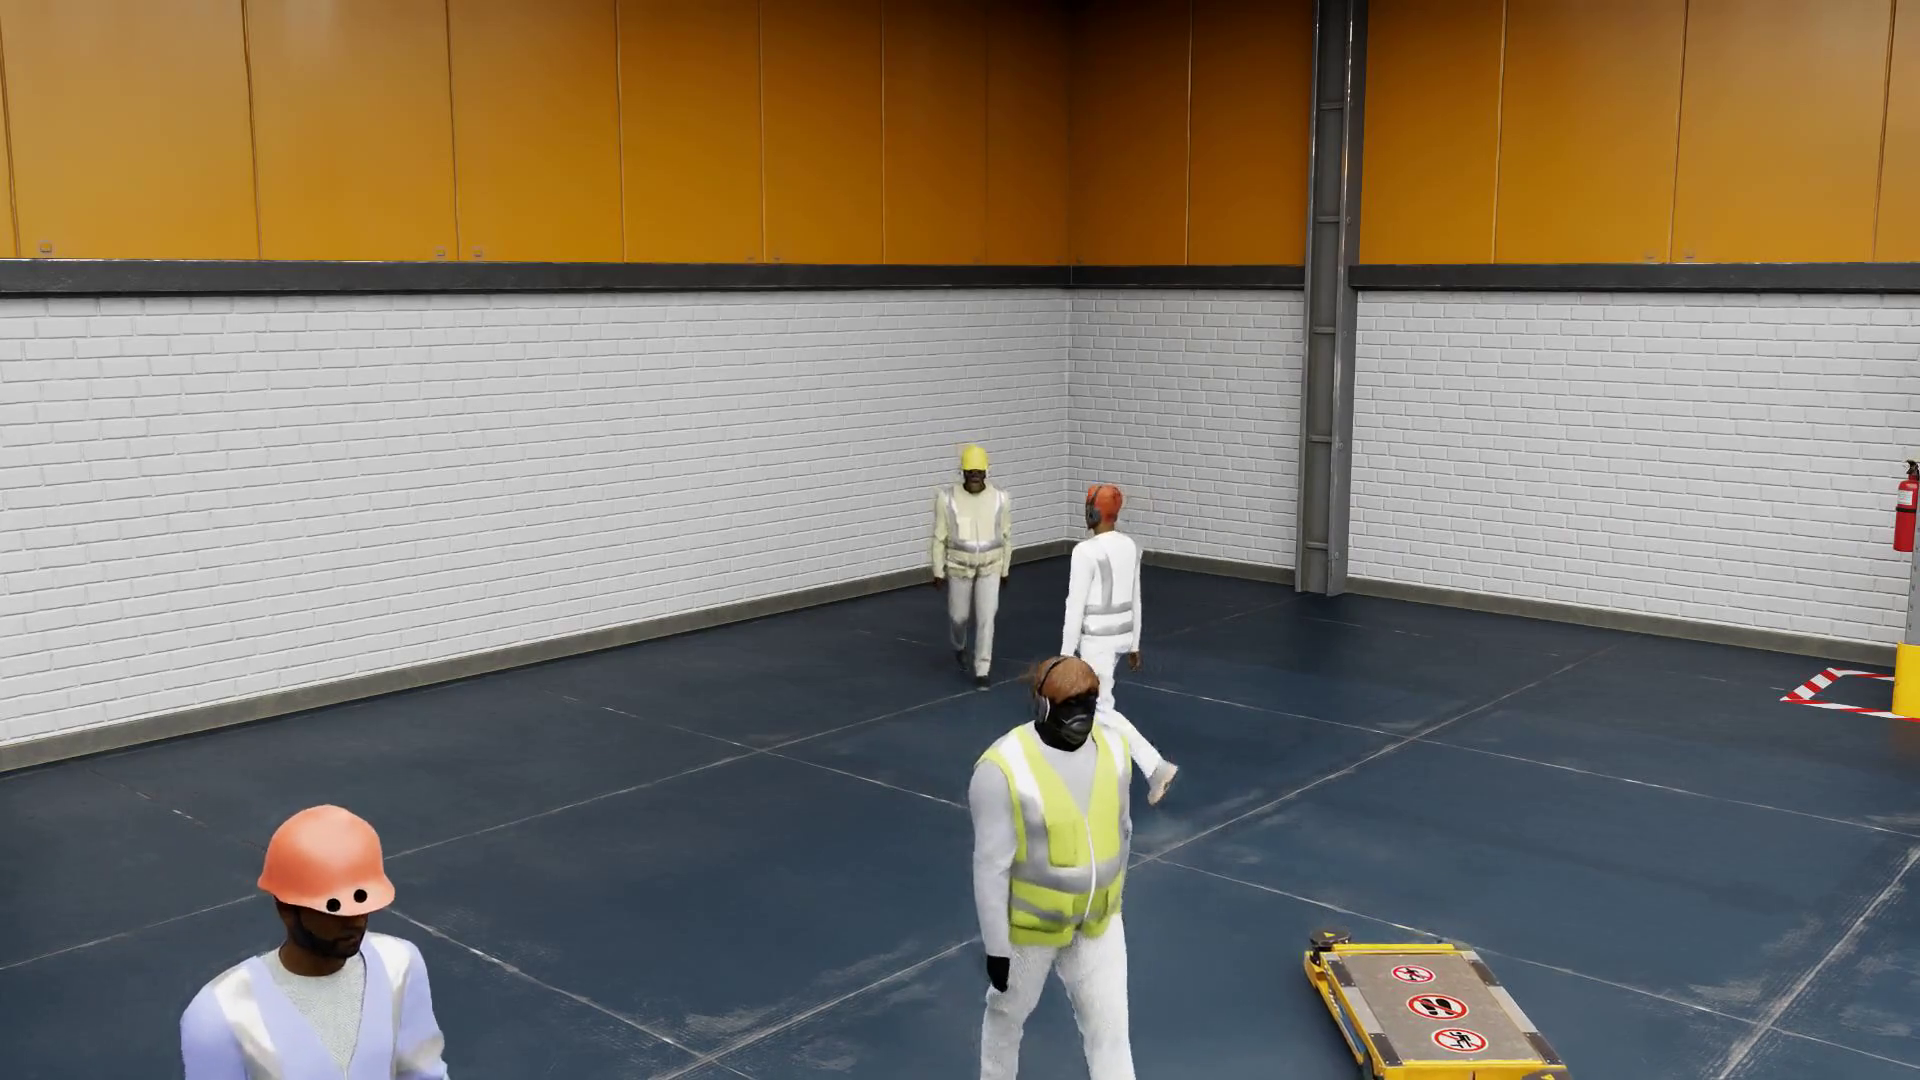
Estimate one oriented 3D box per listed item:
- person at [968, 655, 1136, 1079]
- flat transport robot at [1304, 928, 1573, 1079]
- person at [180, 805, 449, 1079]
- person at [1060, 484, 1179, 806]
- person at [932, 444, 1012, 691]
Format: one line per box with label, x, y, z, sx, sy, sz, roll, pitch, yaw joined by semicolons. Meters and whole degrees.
person;0.346;1.269;5.535;0.657;1.787;0.971;-5;10;-27
flat transport robot;1.825;1.874;6.488;0.652;0.197;1.431;0;9;-1
person;-1.309;1.512;3.604;0.713;1.911;0.587;7;11;36
person;0.888;0.597;9.581;0.875;1.851;0.573;7;11;36
person;0.088;0.176;12.361;0.595;1.807;0.741;-1;9;-5
